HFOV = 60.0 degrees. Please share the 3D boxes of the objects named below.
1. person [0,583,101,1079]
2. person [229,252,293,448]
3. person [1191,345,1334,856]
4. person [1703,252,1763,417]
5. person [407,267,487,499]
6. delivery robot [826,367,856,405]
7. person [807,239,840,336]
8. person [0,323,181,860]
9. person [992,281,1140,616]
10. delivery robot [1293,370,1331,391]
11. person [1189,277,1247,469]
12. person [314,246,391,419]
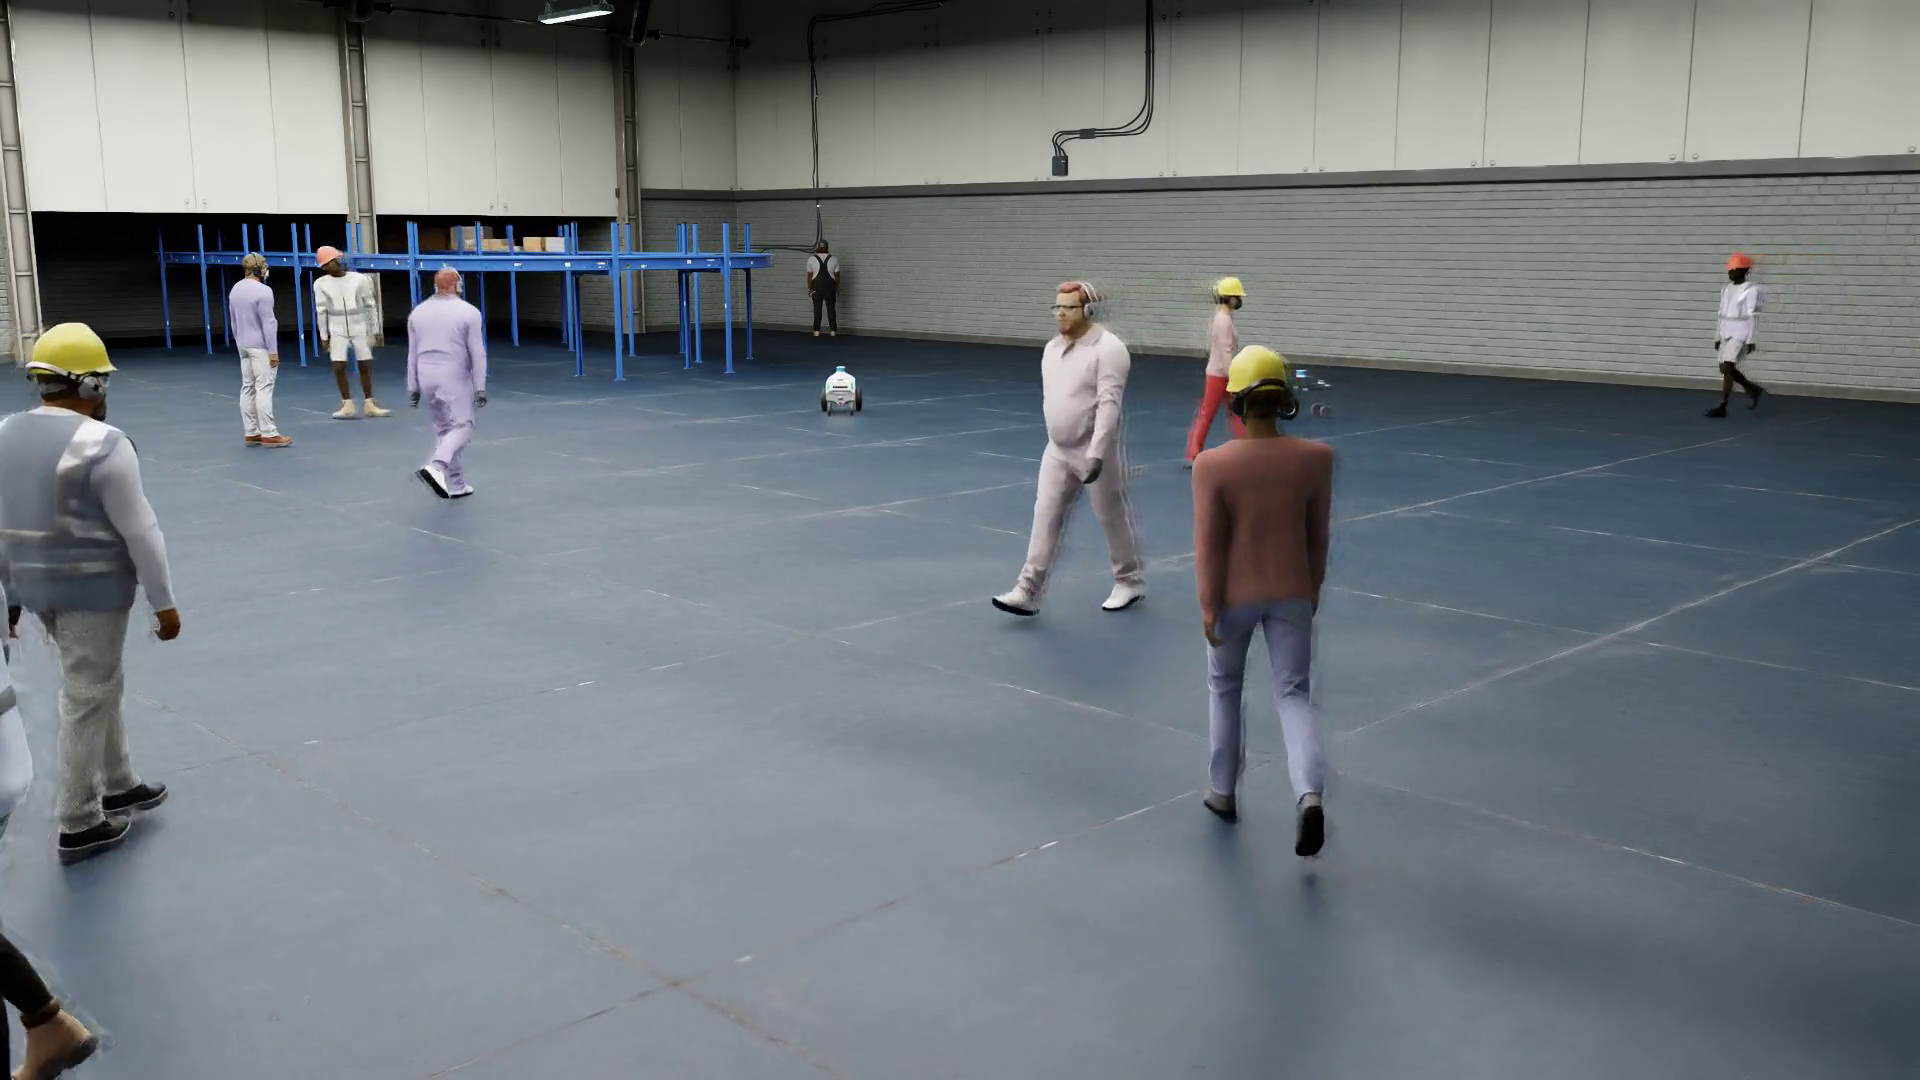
[{"bbox_3d":[-2.312,0.594,3.778,0.359,1.685,0.536,-3,11,-14],"label":"person"},{"bbox_3d":[-7.064,-1.910,16.720,0.629,1.940,0.376,7,13,34],"label":"person"},{"bbox_3d":[1.060,0.200,5.770,0.515,1.743,0.801,-1,10,-4],"label":"person"},{"bbox_3d":[9.138,-2.406,19.494,0.760,1.915,0.554,-3,11,-14],"label":"person"},{"bbox_3d":[-4.125,-1.229,13.211,0.666,1.870,0.830,3,11,15],"label":"person"},{"bbox_3d":[-1.429,-1.838,19.963,0.477,0.478,0.707,-1,10,-3],"label":"delivery robot"},{"bbox_3d":[-2.881,-5.307,35.082,0.688,2.000,0.536,-1,10,-7],"label":"person"},{"bbox_3d":[-2.964,0.155,5.799,0.627,1.808,0.703,4,11,22],"label":"person"},{"bbox_3d":[0.640,-0.492,9.227,1.018,1.855,0.661,-10,14,-43],"label":"person"},{"bbox_3d":[3.978,-1.869,19.427,0.698,0.223,0.335,-2,11,-11],"label":"delivery robot"},{"bbox_3d":[2.454,-1.465,14.848,0.862,1.722,0.542,3,11,14],"label":"person"},{"bbox_3d":[-7.029,-2.395,19.257,0.773,1.993,0.419,-4,11,-19],"label":"person"}]
